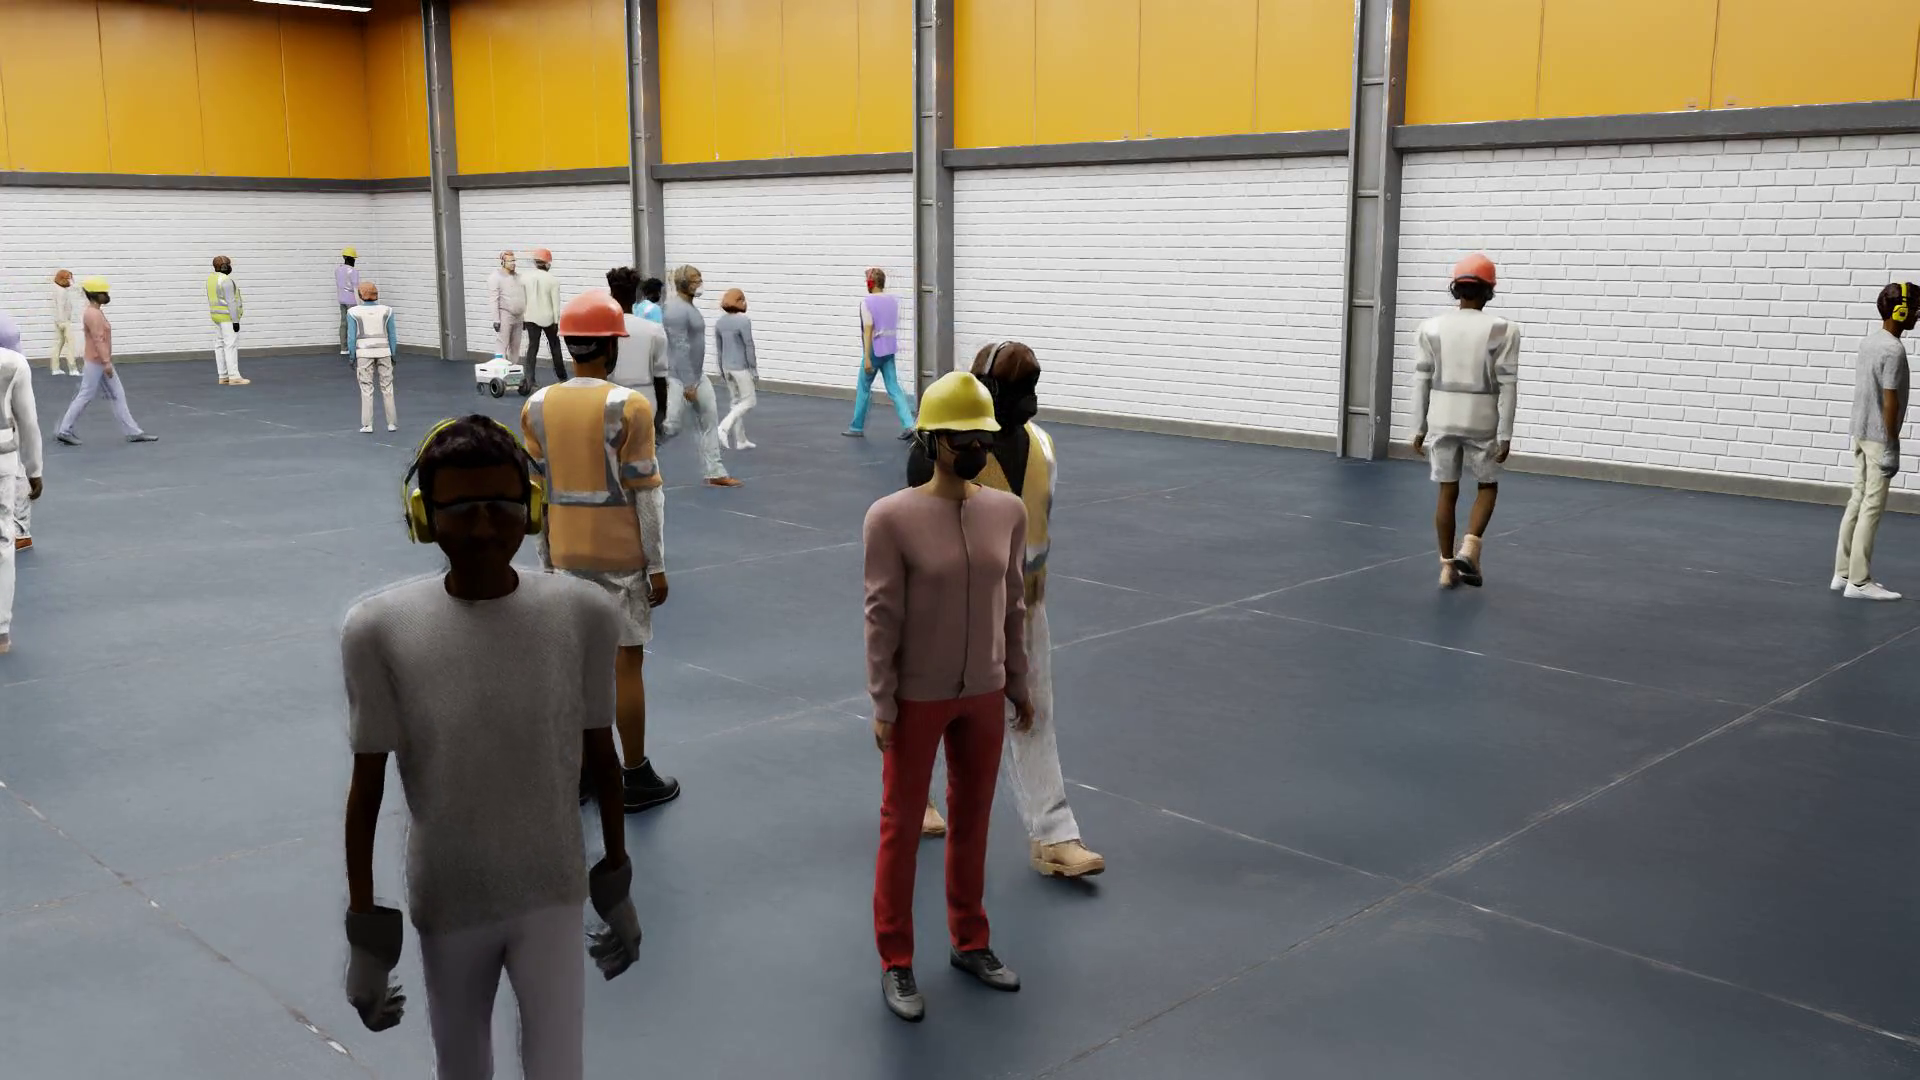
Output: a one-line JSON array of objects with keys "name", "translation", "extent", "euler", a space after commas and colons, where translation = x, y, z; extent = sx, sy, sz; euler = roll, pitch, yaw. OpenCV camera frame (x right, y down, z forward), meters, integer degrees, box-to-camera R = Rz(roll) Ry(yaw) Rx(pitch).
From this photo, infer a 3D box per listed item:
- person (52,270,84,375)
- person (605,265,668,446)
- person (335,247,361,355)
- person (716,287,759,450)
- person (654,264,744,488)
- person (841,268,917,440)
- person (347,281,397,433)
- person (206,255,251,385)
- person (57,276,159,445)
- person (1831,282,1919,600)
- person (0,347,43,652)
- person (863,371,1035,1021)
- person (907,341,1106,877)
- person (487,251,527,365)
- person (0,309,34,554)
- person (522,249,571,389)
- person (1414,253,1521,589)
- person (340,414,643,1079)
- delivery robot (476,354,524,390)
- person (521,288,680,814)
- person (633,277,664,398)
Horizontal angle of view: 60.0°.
[{"name": "person", "translation": [-13.680, -3.304, 25.376], "extent": [0.487, 1.600, 0.549], "euler": [-5, 11, -24]}, {"name": "person", "translation": [-2.200, -0.844, 11.030], "extent": [0.611, 1.940, 0.869], "euler": [-7, 13, -35]}, {"name": "person", "translation": [-10.864, -4.248, 29.646], "extent": [0.581, 1.918, 0.390], "euler": [7, 12, 32]}, {"name": "person", "translation": [-2.219, -1.674, 16.402], "extent": [0.580, 1.618, 0.541], "euler": [-10, 14, -43]}, {"name": "person", "translation": [-2.354, -1.364, 13.978], "extent": [0.963, 1.909, 0.637], "euler": [1, 10, 7]}, {"name": "person", "translation": [-0.824, -1.945, 17.421], "extent": [0.971, 1.801, 0.587], "euler": [8, 13, 38]}, {"name": "person", "translation": [-6.339, -1.968, 17.972], "extent": [0.511, 1.639, 0.308], "euler": [-6, 12, -31]}, {"name": "person", "translation": [-10.493, -3.141, 23.814], "extent": [0.627, 1.846, 0.429], "euler": [9, 13, 39]}, {"name": "person", "translation": [-8.811, -1.825, 16.982], "extent": [0.926, 1.721, 0.534], "euler": [-4, 11, -20]}, {"name": "person", "translation": [5.413, -0.579, 9.792], "extent": [0.315, 1.864, 0.510], "euler": [2, 11, 9]}, {"name": "person", "translation": [-5.046, -0.354, 8.531], "extent": [0.621, 1.872, 0.472], "euler": [-7, 13, -34]}, {"name": "person", "translation": [-0.025, 0.421, 4.592], "extent": [0.523, 1.771, 0.318], "euler": [-6, 12, -31]}, {"name": "person", "translation": [0.093, 0.222, 5.658], "extent": [0.629, 1.790, 1.008], "euler": [-7, 13, -34]}, {"name": "person", "translation": [-6.418, -3.160, 23.743], "extent": [0.401, 1.906, 0.649], "euler": [5, 12, 26]}, {"name": "person", "translation": [-6.504, -0.864, 11.132], "extent": [0.627, 1.941, 0.371], "euler": [6, 12, 31]}, {"name": "person", "translation": [-5.815, -3.077, 23.210], "extent": [0.614, 1.943, 1.011], "euler": [2, 11, 11]}, {"name": "person", "translation": [3.006, -0.687, 9.936], "extent": [0.608, 2.031, 0.473], "euler": [5, 12, 27]}, {"name": "person", "translation": [-0.881, 0.657, 3.151], "extent": [0.540, 1.838, 0.922], "euler": [-3, 11, -18]}, {"name": "delivery robot", "translation": [-6.121, -2.232, 22.115], "extent": [0.707, 0.478, 0.477], "euler": [9, 14, 40]}, {"name": "person", "translation": [-1.326, 0.048, 6.160], "extent": [0.543, 1.939, 0.363], "euler": [3, 11, 18]}, {"name": "person", "translation": [-3.417, -2.053, 18.361], "extent": [0.548, 1.658, 0.642], "euler": [-5, 12, -27]}]
